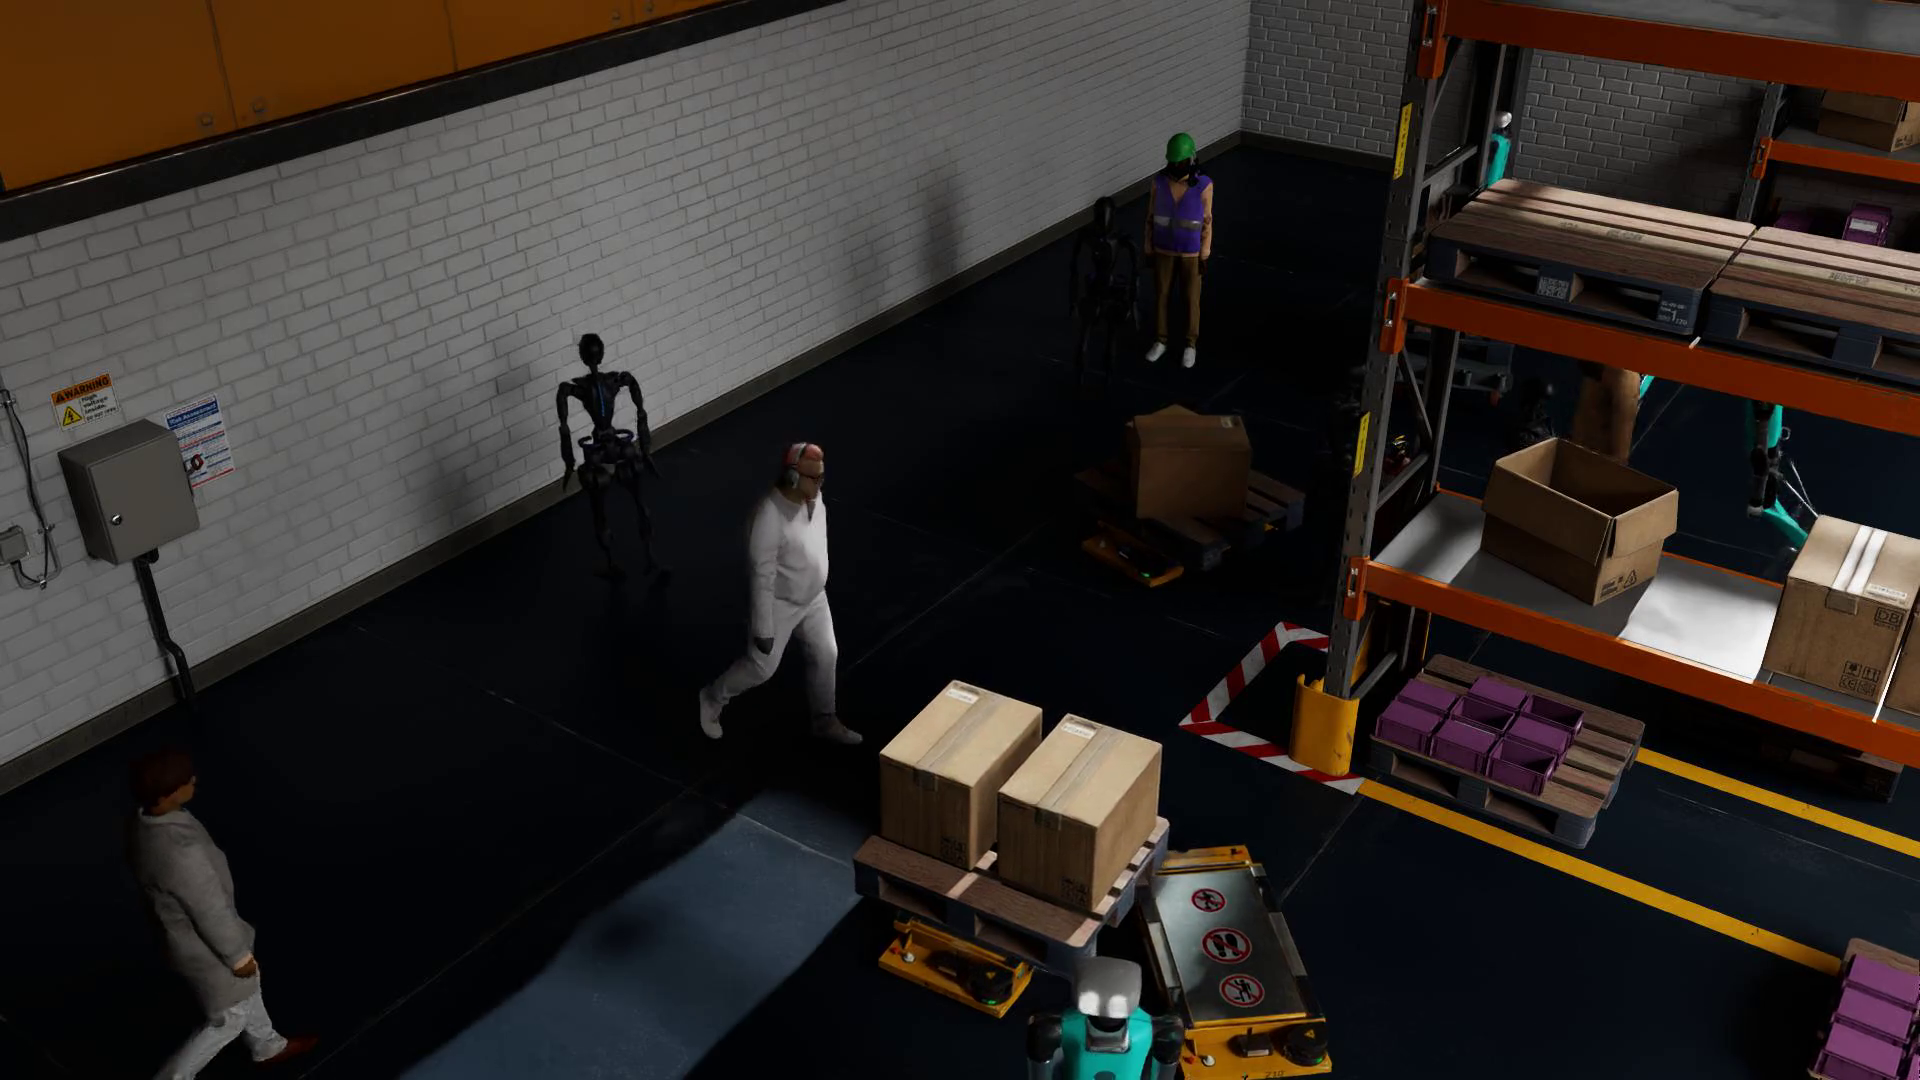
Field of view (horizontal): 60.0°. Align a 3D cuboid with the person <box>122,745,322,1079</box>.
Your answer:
[{"bbox_3d":[-3.119,1.621,6.691,0.788,1.810,0.502,-25,38,-36],"label":"person"}]

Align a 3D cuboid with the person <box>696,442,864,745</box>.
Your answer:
[{"bbox_3d":[-1.005,0.293,8.949,0.875,1.859,0.680,15,33,24],"label":"person"}]

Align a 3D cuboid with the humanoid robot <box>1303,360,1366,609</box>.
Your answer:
[{"bbox_3d":[2.318,-0.336,10.221,0.368,1.642,0.601,-9,31,-16],"label":"humanoid robot"}]

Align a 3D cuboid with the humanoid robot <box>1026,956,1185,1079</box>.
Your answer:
[{"bbox_3d":[0.474,2.001,6.126,0.540,1.767,0.958,0,30,0],"label":"humanoid robot"}]

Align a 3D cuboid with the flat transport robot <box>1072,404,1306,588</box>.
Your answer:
[{"bbox_3d":[1.559,-0.103,11.219,1.431,0.231,0.659,-23,37,-34],"label":"flat transport robot"}]

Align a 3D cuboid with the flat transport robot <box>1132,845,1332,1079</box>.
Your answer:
[{"bbox_3d":[1.200,1.907,7.731,0.659,0.231,1.431,-3,30,-6],"label":"flat transport robot"}]

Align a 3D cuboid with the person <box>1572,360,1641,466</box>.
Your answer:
[{"bbox_3d":[4.033,-0.652,10.587,0.709,1.851,0.556,2,30,3],"label":"person"}]

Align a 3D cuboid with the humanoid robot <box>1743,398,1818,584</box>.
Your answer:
[{"bbox_3d":[5.034,-0.302,10.131,0.772,1.803,0.567,12,32,20],"label":"humanoid robot"}]

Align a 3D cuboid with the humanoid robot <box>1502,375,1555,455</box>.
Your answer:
[{"bbox_3d":[3.334,-0.251,10.075,0.577,1.638,0.615,16,34,26],"label":"humanoid robot"}]

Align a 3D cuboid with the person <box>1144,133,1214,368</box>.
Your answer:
[{"bbox_3d":[1.764,-2.360,13.486,0.549,1.919,0.431,11,32,18],"label":"person"}]

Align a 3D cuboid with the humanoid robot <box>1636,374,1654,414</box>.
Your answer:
[{"bbox_3d":[4.940,-1.382,12.018,0.556,1.817,0.888,21,36,31],"label":"humanoid robot"}]

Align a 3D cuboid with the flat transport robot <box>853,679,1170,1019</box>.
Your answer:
[{"bbox_3d":[0.257,1.701,8.089,0.659,0.231,1.431,16,34,26],"label":"flat transport robot"}]

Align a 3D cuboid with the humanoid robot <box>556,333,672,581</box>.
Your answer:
[{"bbox_3d":[-2.198,-0.482,10.474,0.613,1.645,0.491,-12,32,-19],"label":"humanoid robot"}]

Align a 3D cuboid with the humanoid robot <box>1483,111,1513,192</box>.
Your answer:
[{"bbox_3d":[4.383,-2.837,14.596,0.697,1.902,0.537,18,34,28],"label":"humanoid robot"}]

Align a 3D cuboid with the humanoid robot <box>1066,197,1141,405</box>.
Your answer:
[{"bbox_3d":[1.105,-1.815,12.788,0.608,1.650,0.451,11,32,18],"label":"humanoid robot"}]
